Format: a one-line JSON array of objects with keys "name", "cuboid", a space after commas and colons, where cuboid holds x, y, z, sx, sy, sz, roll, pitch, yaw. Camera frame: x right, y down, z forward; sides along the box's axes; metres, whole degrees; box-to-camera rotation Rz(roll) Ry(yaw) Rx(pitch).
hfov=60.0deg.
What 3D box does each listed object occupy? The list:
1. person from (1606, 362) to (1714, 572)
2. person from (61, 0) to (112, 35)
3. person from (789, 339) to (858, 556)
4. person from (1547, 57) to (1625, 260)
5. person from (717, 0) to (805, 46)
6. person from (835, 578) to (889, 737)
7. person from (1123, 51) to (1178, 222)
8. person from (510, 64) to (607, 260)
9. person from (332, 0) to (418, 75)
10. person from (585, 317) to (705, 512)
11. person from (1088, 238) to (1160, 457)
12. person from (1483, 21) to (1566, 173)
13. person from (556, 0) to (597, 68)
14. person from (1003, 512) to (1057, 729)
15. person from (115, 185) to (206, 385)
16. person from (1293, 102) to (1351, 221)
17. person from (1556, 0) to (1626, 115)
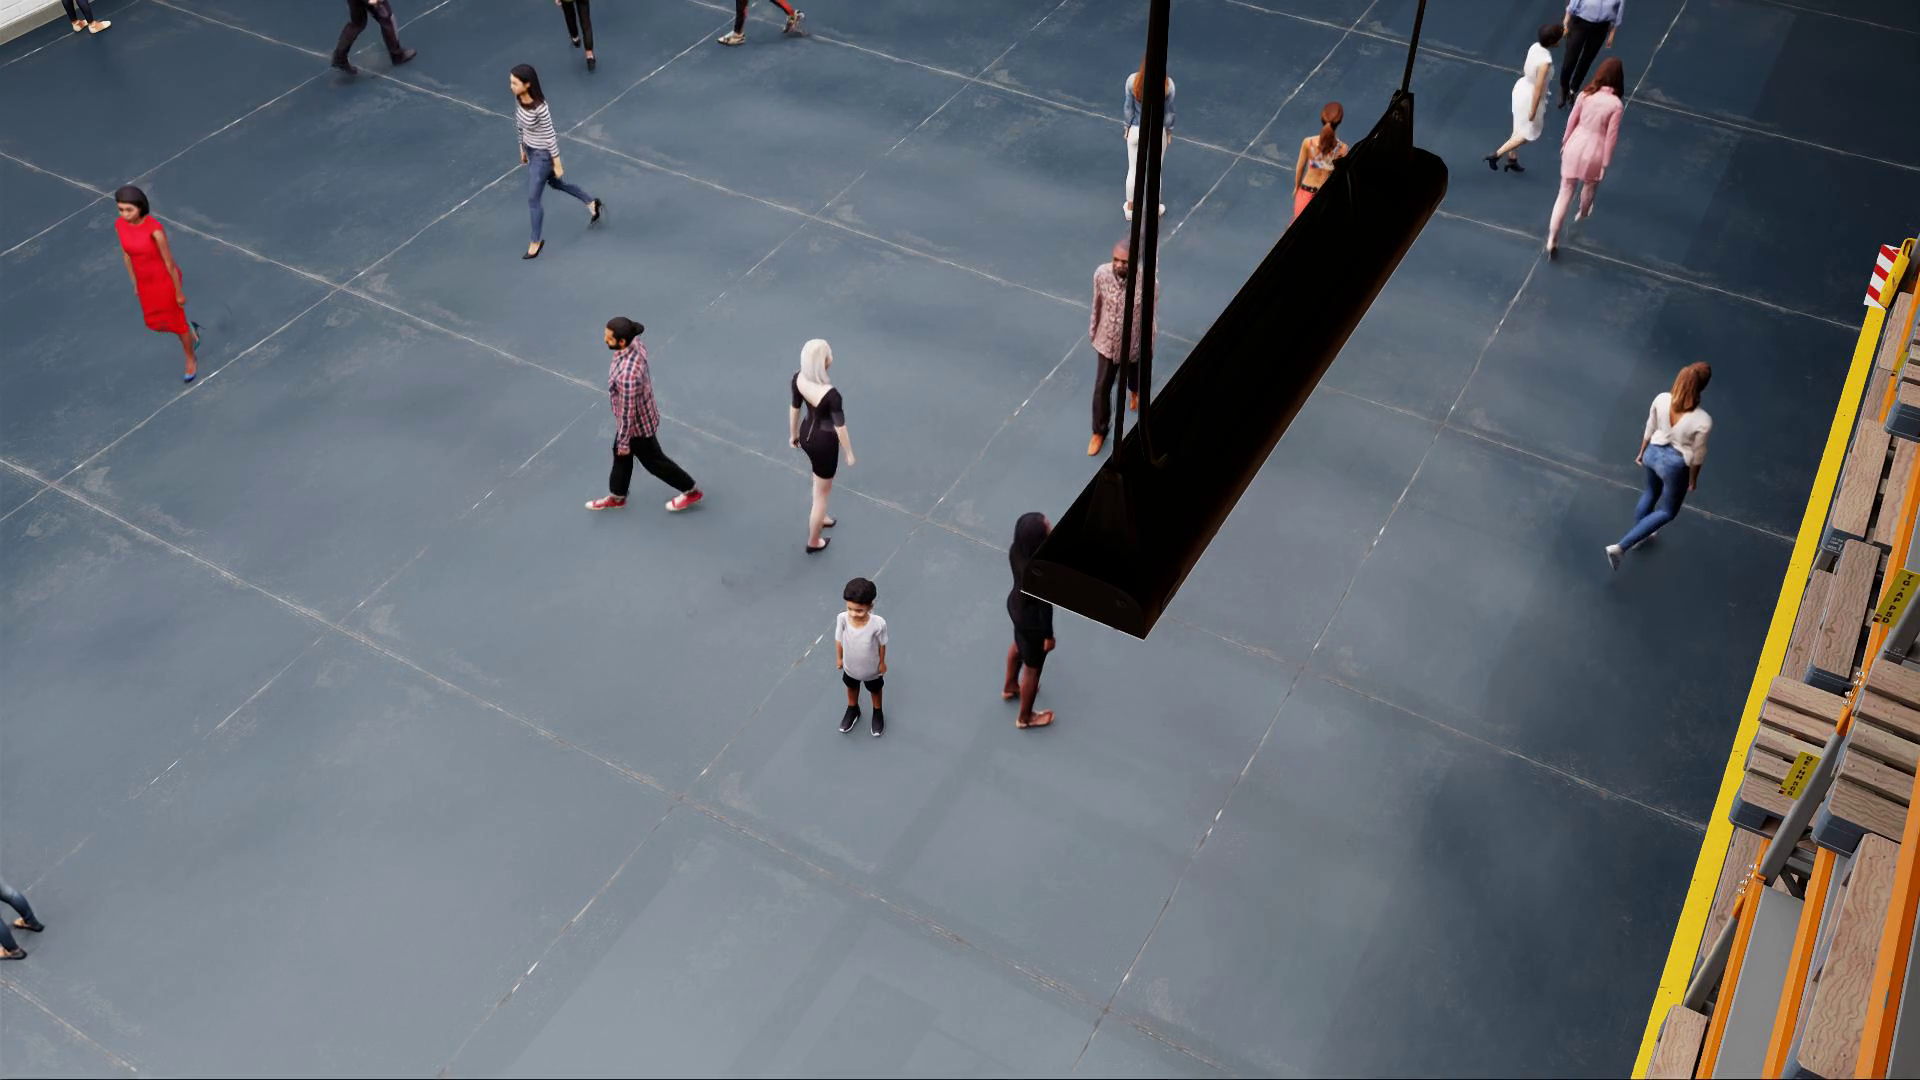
[{"name": "person", "cuboid": [4.841, -0.477, 11.488, 1.042, 1.707, 0.883, -24, 48, -23]}, {"name": "person", "cuboid": [-9.456, -6.182, 17.419, 0.628, 1.785, 0.593, 12, 45, 12]}, {"name": "person", "cuboid": [-1.043, -0.597, 11.534, 0.684, 1.816, 0.699, 31, 51, 28]}, {"name": "person", "cuboid": [5.351, -3.243, 14.353, 0.706, 1.758, 1.126, 27, 50, 25]}, {"name": "person", "cuboid": [-2.082, -6.023, 17.258, 1.195, 1.777, 1.169, -8, 44, -9]}, {"name": "person", "cuboid": [-0.620, 0.725, 10.548, 0.555, 1.261, 0.582, 7, 44, 7]}, {"name": "person", "cuboid": [1.668, -3.604, 14.774, 0.668, 1.703, 0.624, 9, 44, 9]}, {"name": "person", "cuboid": [-3.548, -3.327, 14.443, 1.201, 1.758, 0.843, -32, 52, -29]}, {"name": "person", "cuboid": [-6.098, -5.527, 16.712, 0.872, 1.812, 1.188, 31, 52, 28]}, {"name": "person", "cuboid": [-2.237, -0.858, 11.872, 1.198, 1.728, 1.173, -7, 44, -7]}, {"name": "person", "cuboid": [1.256, -1.530, 12.542, 0.825, 1.778, 1.152, 13, 45, 14]}, {"name": "person", "cuboid": [5.178, -4.053, 15.364, 0.832, 1.538, 0.792, -6, 44, -6]}, {"name": "person", "cuboid": [-3.928, -5.549, 17.008, 1.025, 1.437, 1.076, -11, 45, -11]}, {"name": "person", "cuboid": [0.442, 0.485, 10.469, 0.710, 1.719, 0.662, -12, 45, -13]}, {"name": "person", "cuboid": [-6.277, -2.055, 13.125, 0.717, 1.733, 0.793, 8, 44, 8]}, {"name": "person", "cuboid": [2.938, -2.744, 13.841, 0.818, 1.743, 1.228, 10, 44, 10]}, {"name": "person", "cuboid": [6.130, -4.996, 16.211, 0.768, 1.733, 0.751, 7, 44, 7]}]
